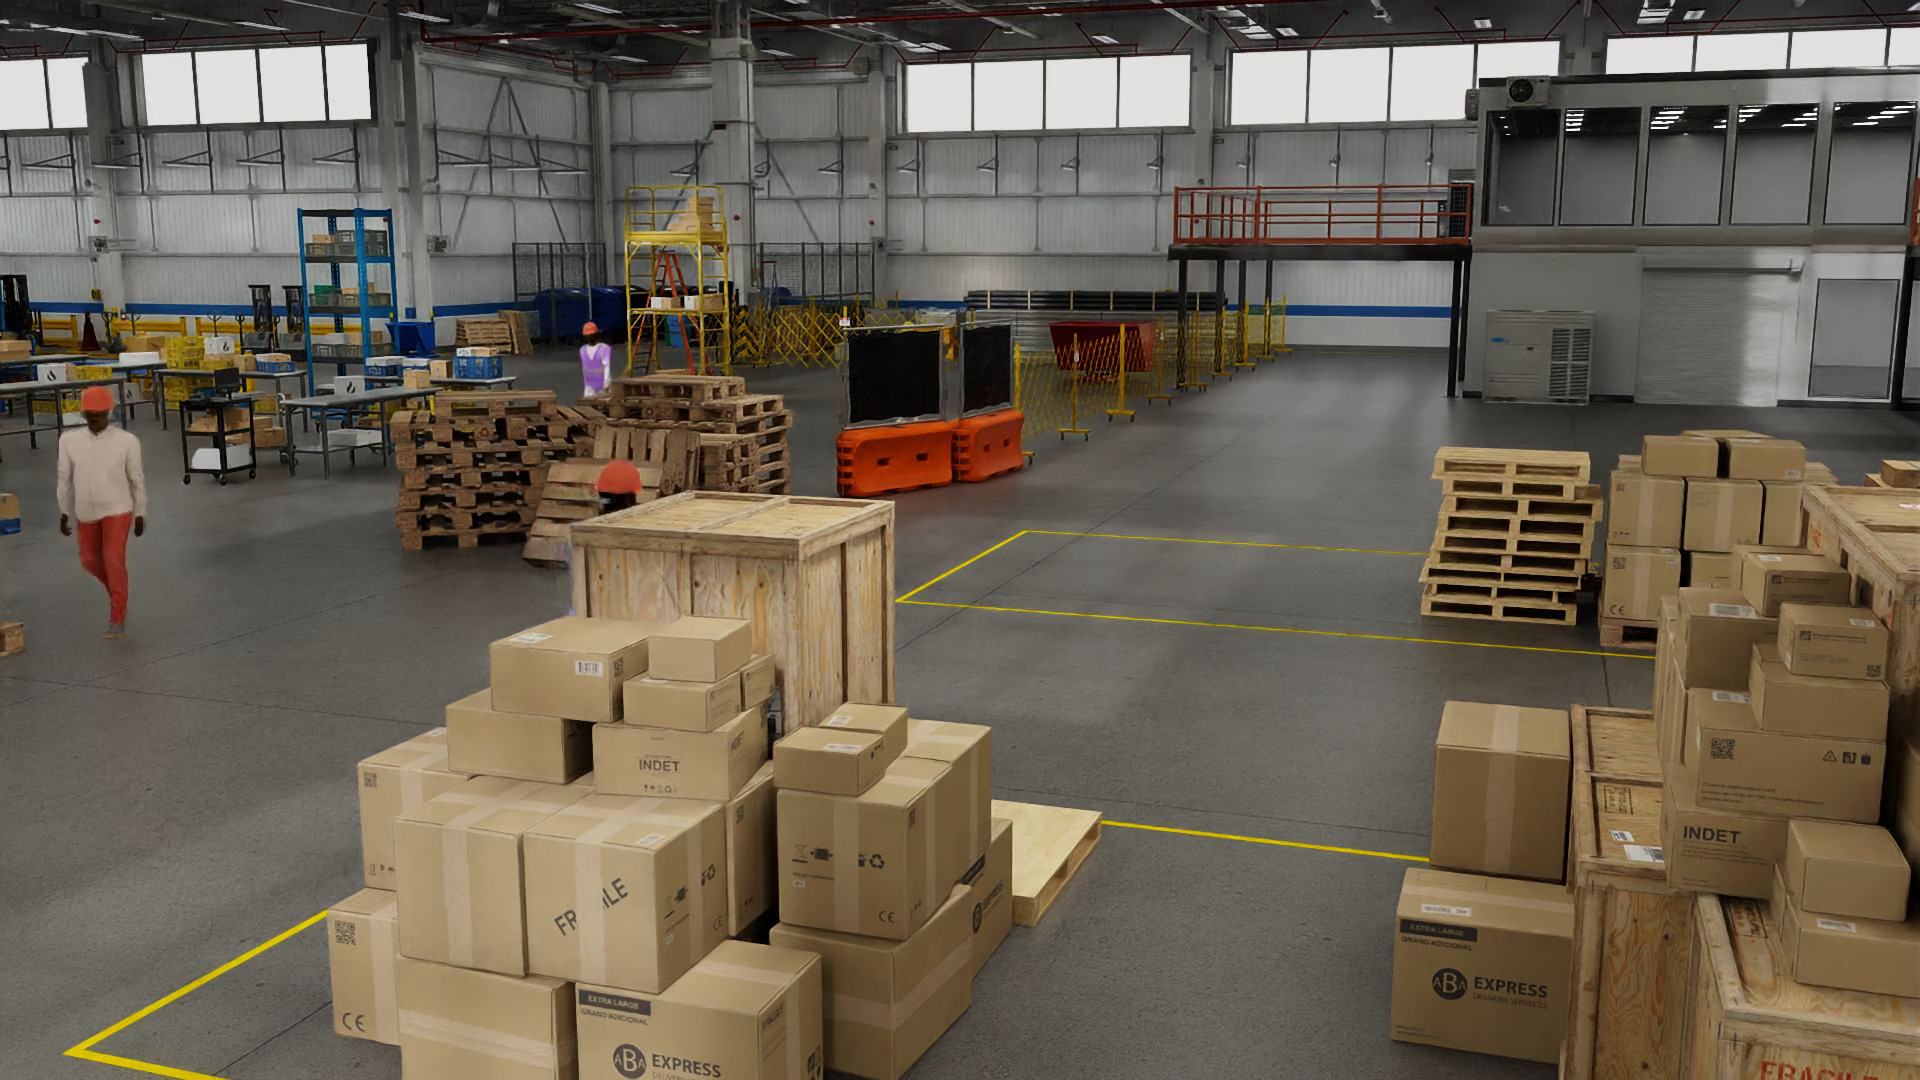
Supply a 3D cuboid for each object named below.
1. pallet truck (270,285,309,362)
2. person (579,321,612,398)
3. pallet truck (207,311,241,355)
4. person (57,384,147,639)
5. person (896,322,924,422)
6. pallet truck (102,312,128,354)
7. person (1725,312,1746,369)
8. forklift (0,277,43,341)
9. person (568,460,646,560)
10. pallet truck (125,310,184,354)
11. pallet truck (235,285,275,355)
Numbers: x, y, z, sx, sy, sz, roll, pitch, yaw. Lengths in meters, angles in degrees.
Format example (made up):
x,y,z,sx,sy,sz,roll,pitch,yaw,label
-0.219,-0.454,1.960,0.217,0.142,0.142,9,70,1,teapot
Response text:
x,y,z,sx,sy,sz,roll,pitch,yaw,label
-17.147,-5.700,43.663,0.823,1.965,1.885,3,11,17,pallet truck
-5.476,-2.370,25.201,0.539,1.907,0.939,2,10,10,person
-19.537,-5.575,44.913,0.653,1.274,1.630,3,11,19,pallet truck
-6.691,-0.248,13.042,0.626,1.969,0.769,-1,10,-6,person
-0.867,-2.852,28.362,0.484,1.735,0.311,2,10,13,person
-23.057,-5.777,46.261,0.680,1.201,1.601,3,11,19,pallet truck
18.248,-4.717,39.154,0.498,1.627,0.289,7,12,33,person
-27.151,-6.329,46.328,1.157,1.987,2.680,3,11,17,forklift
-1.835,0.497,9.092,0.556,1.875,1.003,4,11,22,person
-22.038,-5.665,45.457,0.704,1.261,1.522,3,11,17,pallet truck
-18.327,-5.835,44.421,0.823,1.965,1.885,4,11,23,pallet truck
